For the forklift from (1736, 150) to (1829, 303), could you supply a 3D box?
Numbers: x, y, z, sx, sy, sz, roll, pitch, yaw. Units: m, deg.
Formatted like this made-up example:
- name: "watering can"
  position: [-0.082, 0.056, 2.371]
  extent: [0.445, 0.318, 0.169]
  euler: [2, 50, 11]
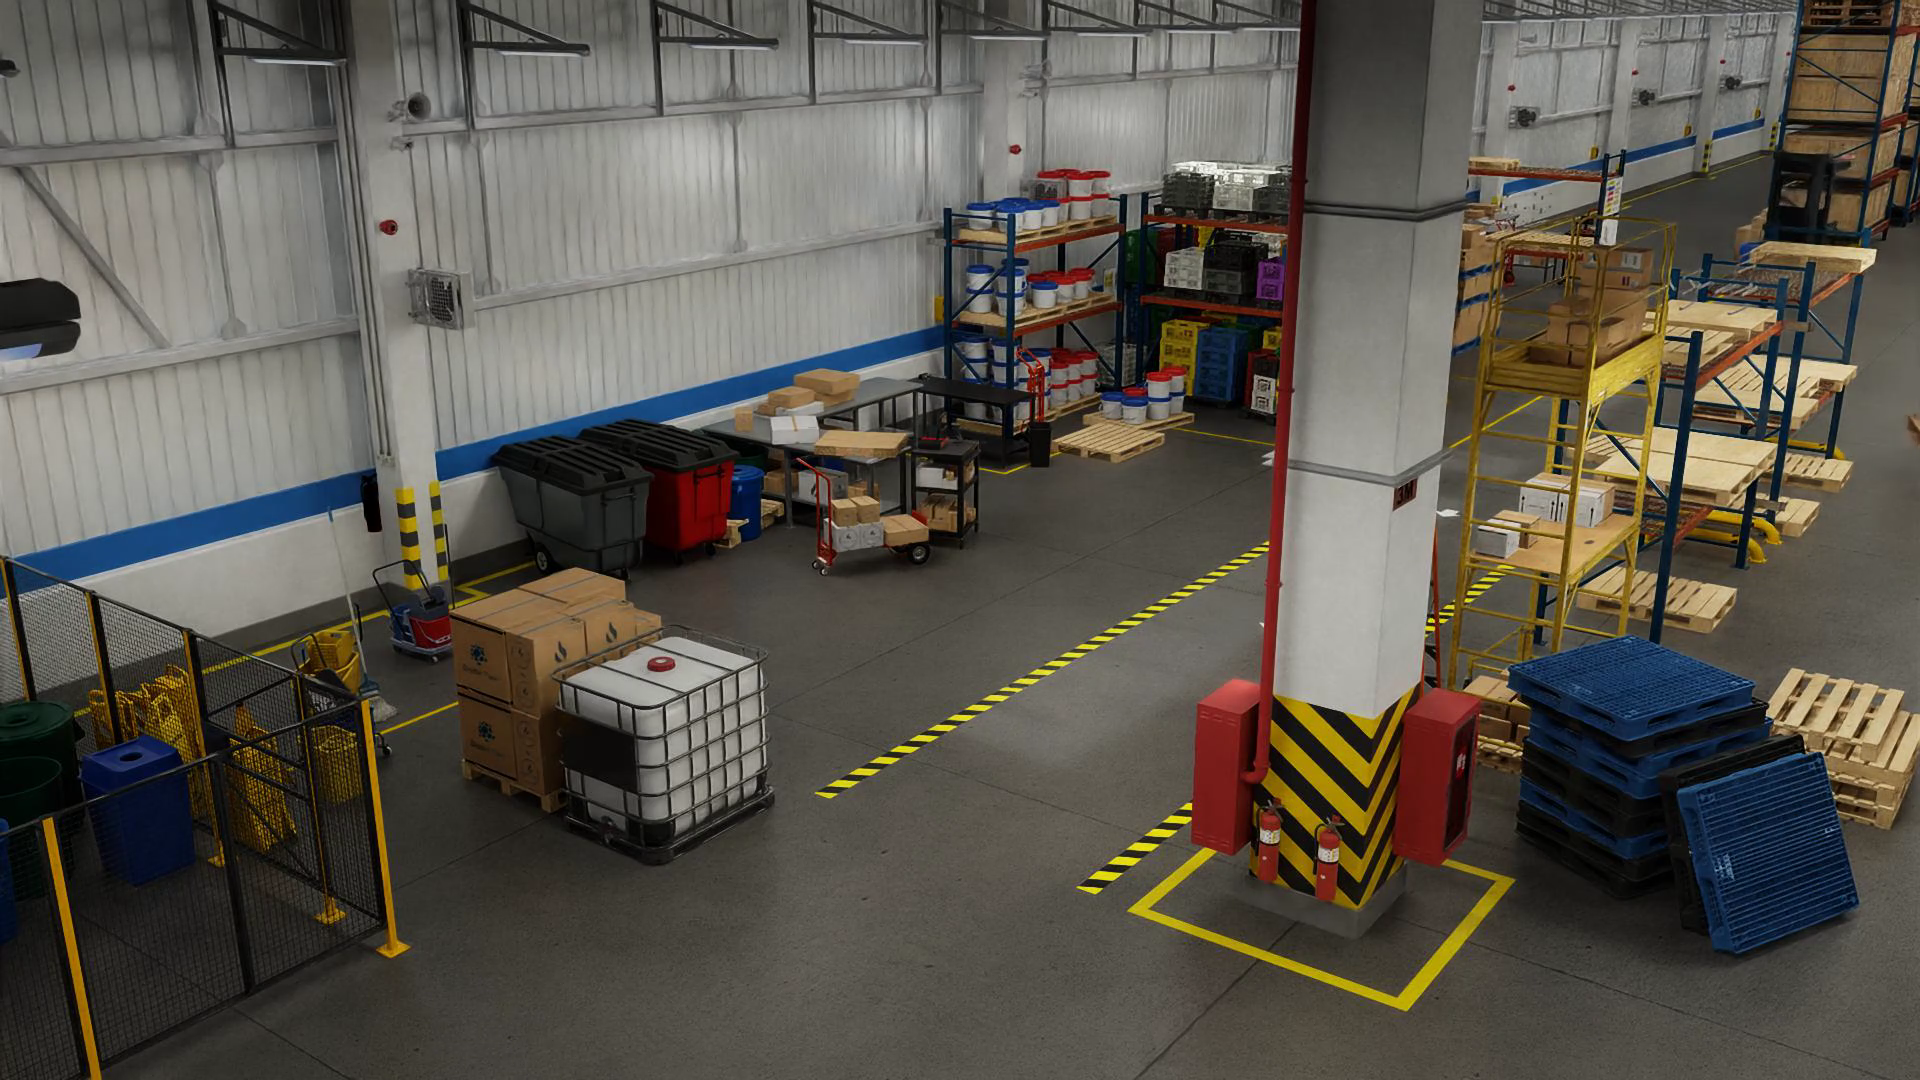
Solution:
- name: "forklift"
  position: [16.204, -6.163, 32.482]
  extent: [1.873, 2.768, 1.129]
  euler: [-14, 23, -37]
